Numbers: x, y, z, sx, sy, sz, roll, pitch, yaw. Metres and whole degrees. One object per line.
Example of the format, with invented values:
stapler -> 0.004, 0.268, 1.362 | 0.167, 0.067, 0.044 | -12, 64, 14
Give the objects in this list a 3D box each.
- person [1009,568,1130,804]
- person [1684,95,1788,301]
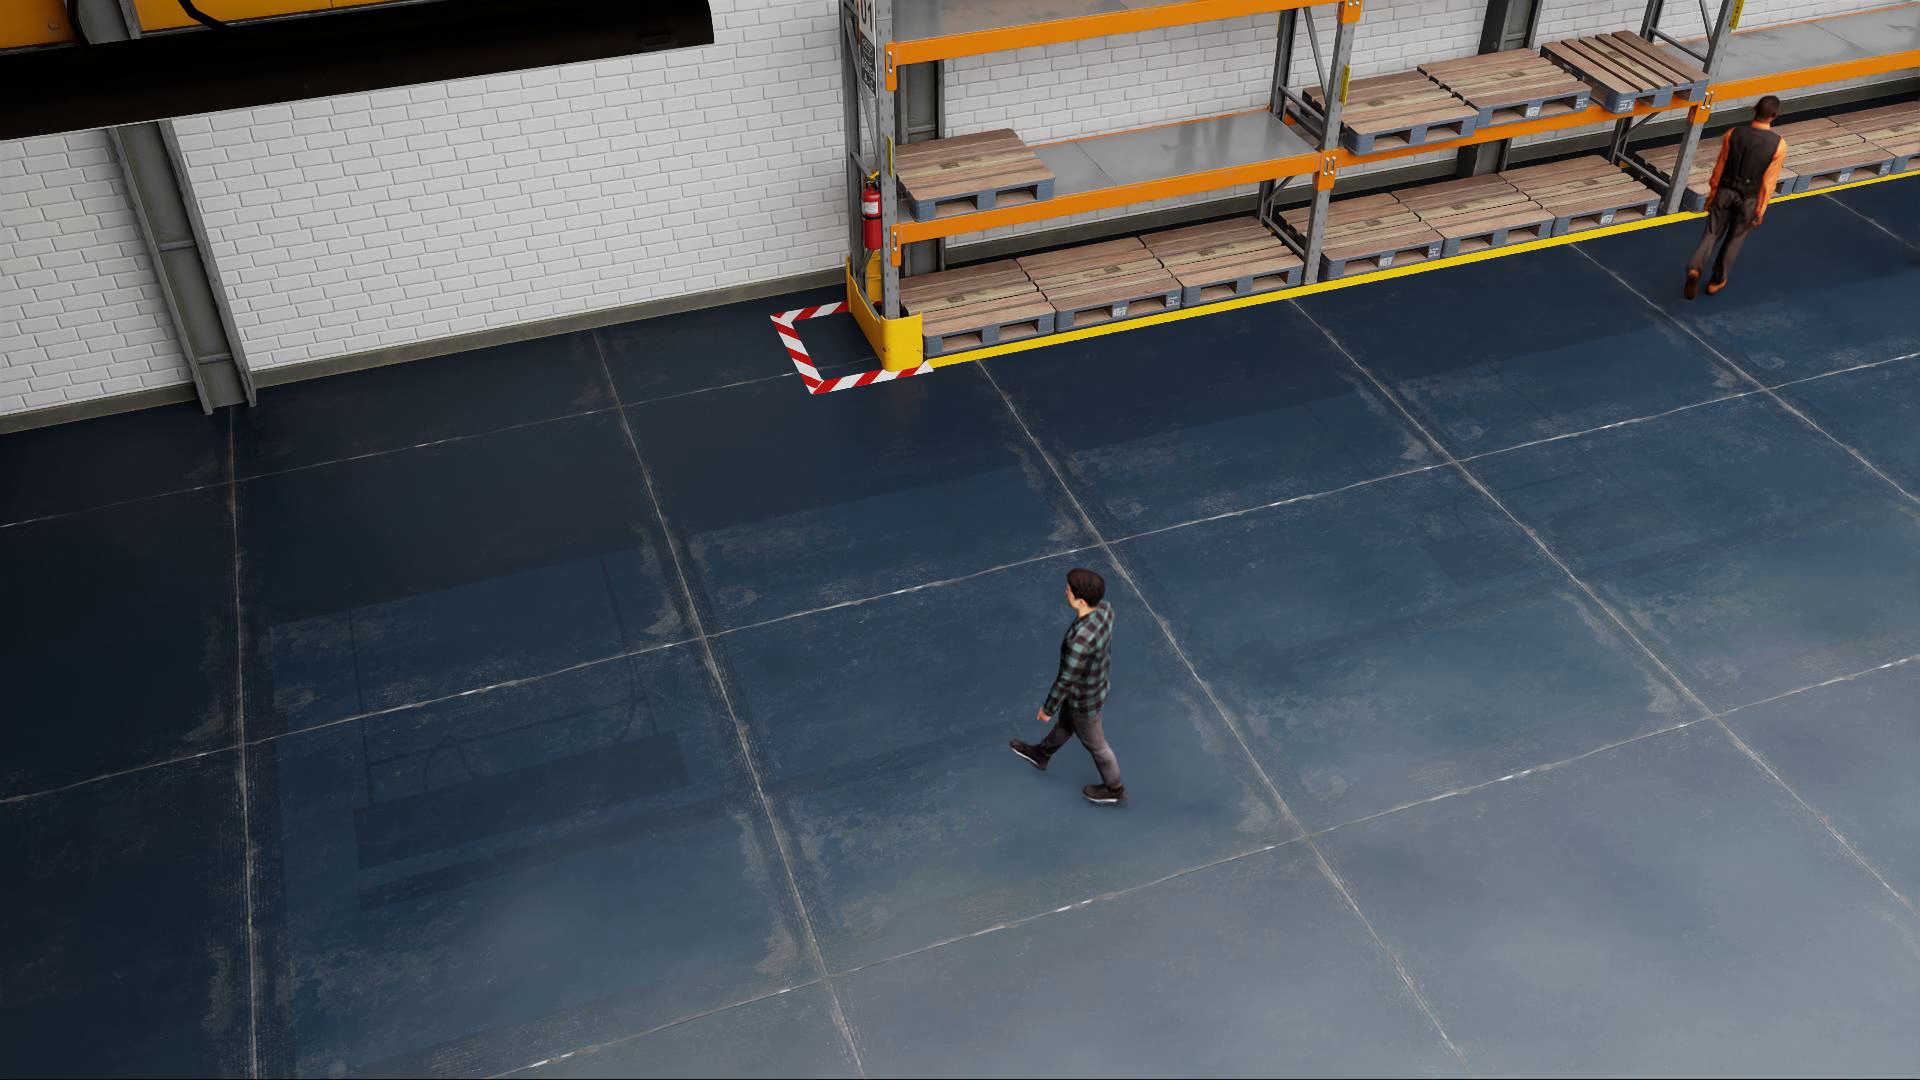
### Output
person -> 0.807, 0.902, 9.730 | 1.147, 1.691, 1.077 | 13, 40, 15
person -> 6.677, -2.900, 14.357 | 0.999, 1.893, 1.160 | 28, 46, 30
